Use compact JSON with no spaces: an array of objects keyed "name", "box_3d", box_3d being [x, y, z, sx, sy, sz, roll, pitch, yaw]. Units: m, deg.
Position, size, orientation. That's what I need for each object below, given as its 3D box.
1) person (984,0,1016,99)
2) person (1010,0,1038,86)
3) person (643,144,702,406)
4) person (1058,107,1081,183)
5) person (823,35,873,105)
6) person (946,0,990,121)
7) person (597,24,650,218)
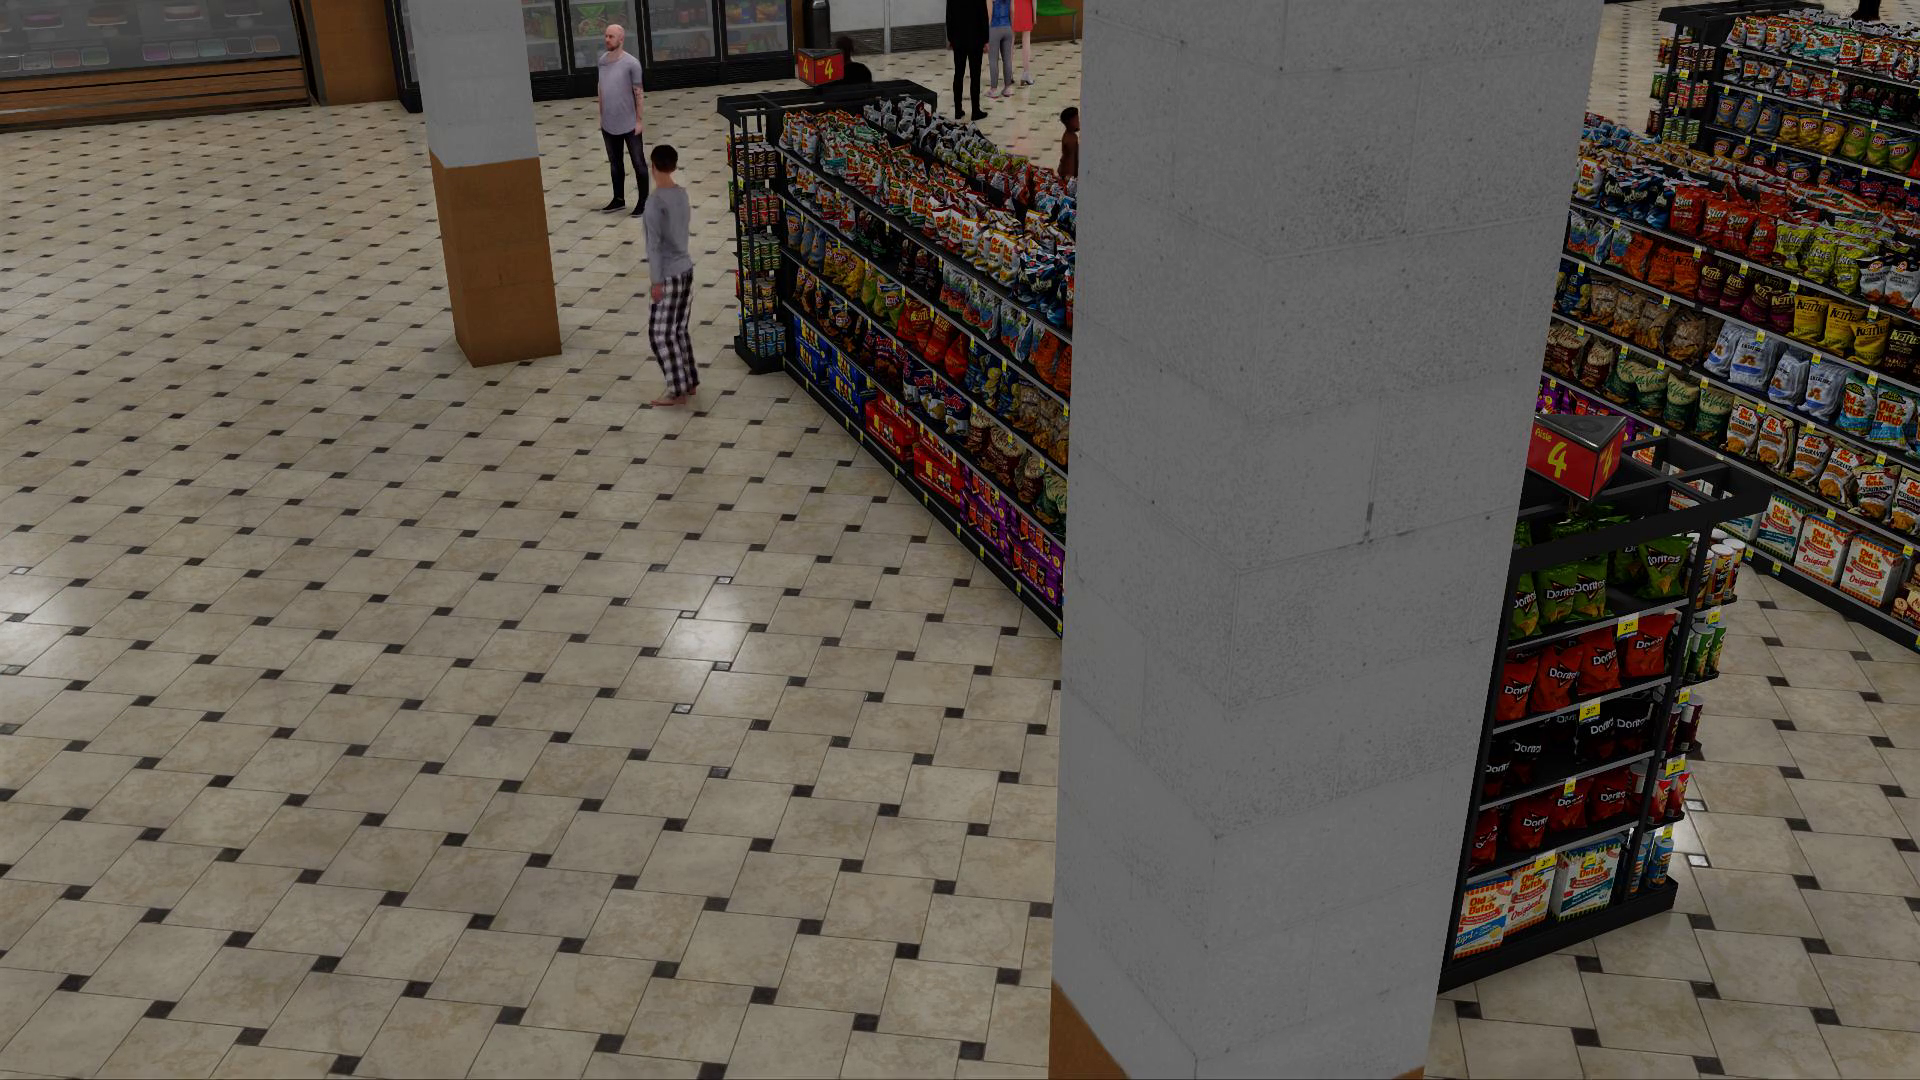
[{"name":"person","box_3d":[0.506,-6.491,21.259,0.561,1.610,0.538,-13,30,-24]},{"name":"person","box_3d":[0.780,-6.940,21.906,0.658,1.826,0.740,12,29,23]},{"name":"person","box_3d":[-2.053,-1.873,11.942,0.946,1.801,0.870,3,27,5]},{"name":"person","box_3d":[0.980,-3.434,15.629,0.713,1.250,0.659,0,27,1]},{"name":"person","box_3d":[-1.040,-3.853,15.840,0.677,1.806,0.919,-13,30,-24]},{"name":"person","box_3d":[0.090,-6.047,20.073,0.767,1.891,0.841,11,29,20]},{"name":"person","box_3d":[-3.323,-4.128,16.346,0.735,1.838,0.817,12,29,23]}]
